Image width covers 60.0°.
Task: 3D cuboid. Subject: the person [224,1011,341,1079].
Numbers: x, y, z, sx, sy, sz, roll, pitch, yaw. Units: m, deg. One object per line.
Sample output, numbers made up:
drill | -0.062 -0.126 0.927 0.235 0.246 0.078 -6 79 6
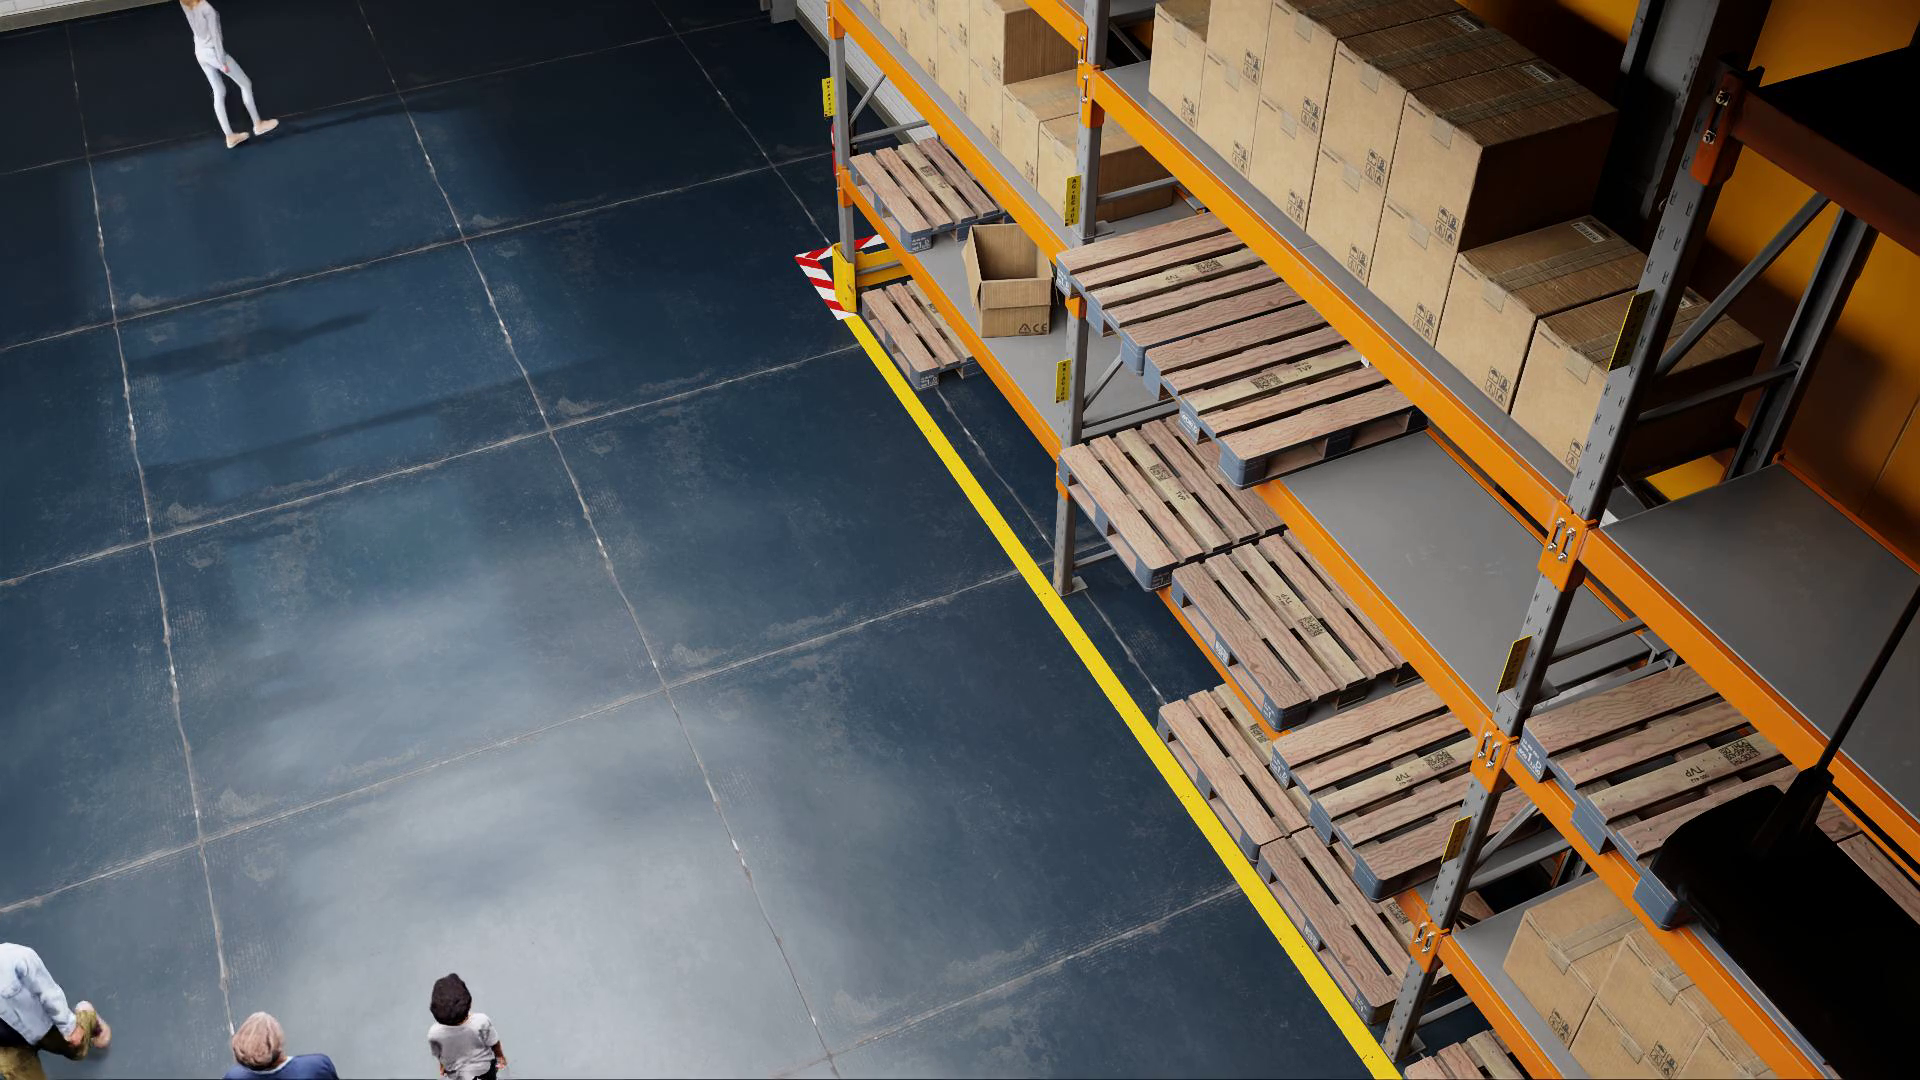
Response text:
person | -3.109 2.830 7.967 0.714 1.870 0.633 -7 44 -7

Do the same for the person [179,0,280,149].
person | -7.140 -4.550 15.781 0.857 1.778 0.889 23 48 22

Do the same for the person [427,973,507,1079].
person | -2.518 2.708 8.548 0.485 1.245 0.787 -16 46 -16
